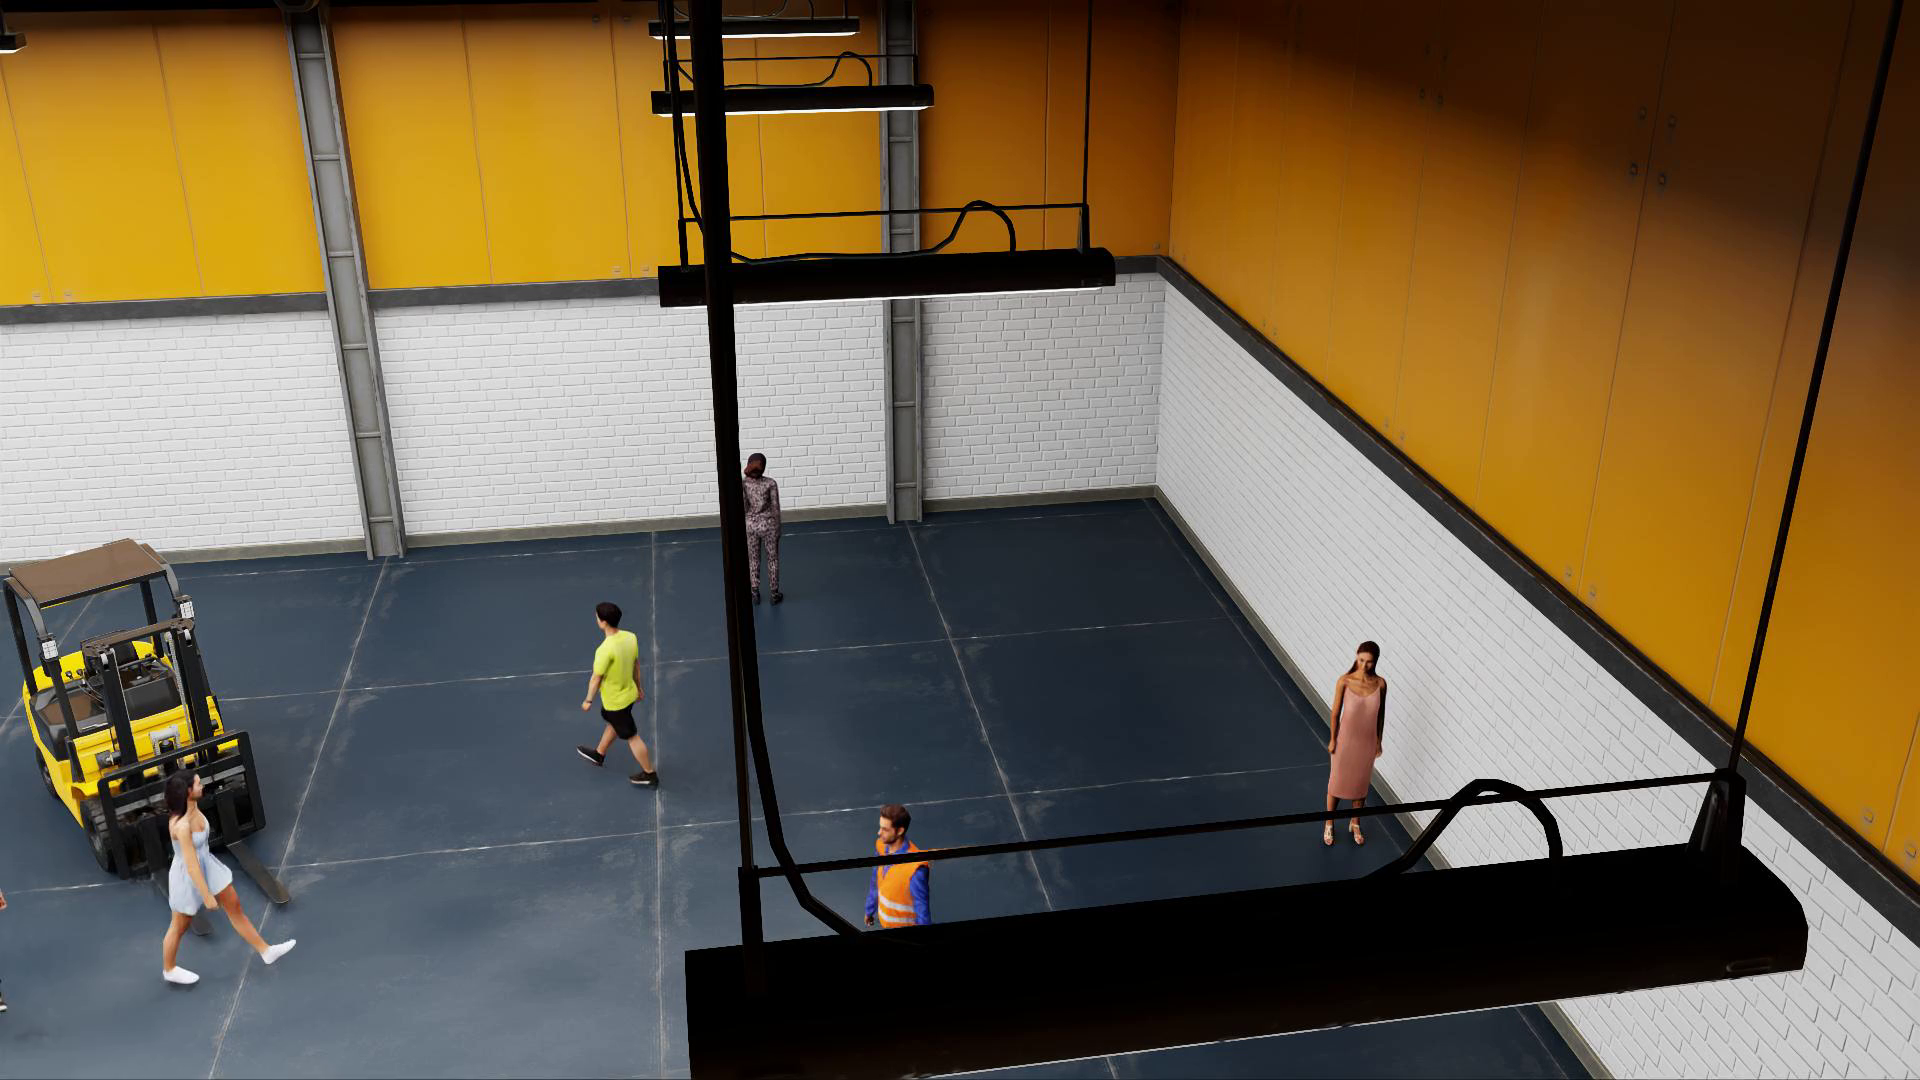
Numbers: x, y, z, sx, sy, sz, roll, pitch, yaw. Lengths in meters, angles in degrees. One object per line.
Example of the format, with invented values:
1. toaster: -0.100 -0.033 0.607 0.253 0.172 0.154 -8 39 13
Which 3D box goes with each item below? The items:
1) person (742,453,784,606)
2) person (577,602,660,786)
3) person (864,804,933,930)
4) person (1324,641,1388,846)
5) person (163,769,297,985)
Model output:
1. person: -2.105 -0.126 17.615 0.588 1.714 0.697 2 24 5
2. person: -2.858 1.364 14.281 1.172 1.654 0.957 8 25 18
3. person: -0.323 2.574 11.271 0.959 1.846 0.881 -16 28 -32
4. person: 3.196 1.628 13.454 0.518 1.831 0.685 1 24 2
5. person: -5.526 2.429 11.815 1.137 1.677 0.652 -3 24 -7
